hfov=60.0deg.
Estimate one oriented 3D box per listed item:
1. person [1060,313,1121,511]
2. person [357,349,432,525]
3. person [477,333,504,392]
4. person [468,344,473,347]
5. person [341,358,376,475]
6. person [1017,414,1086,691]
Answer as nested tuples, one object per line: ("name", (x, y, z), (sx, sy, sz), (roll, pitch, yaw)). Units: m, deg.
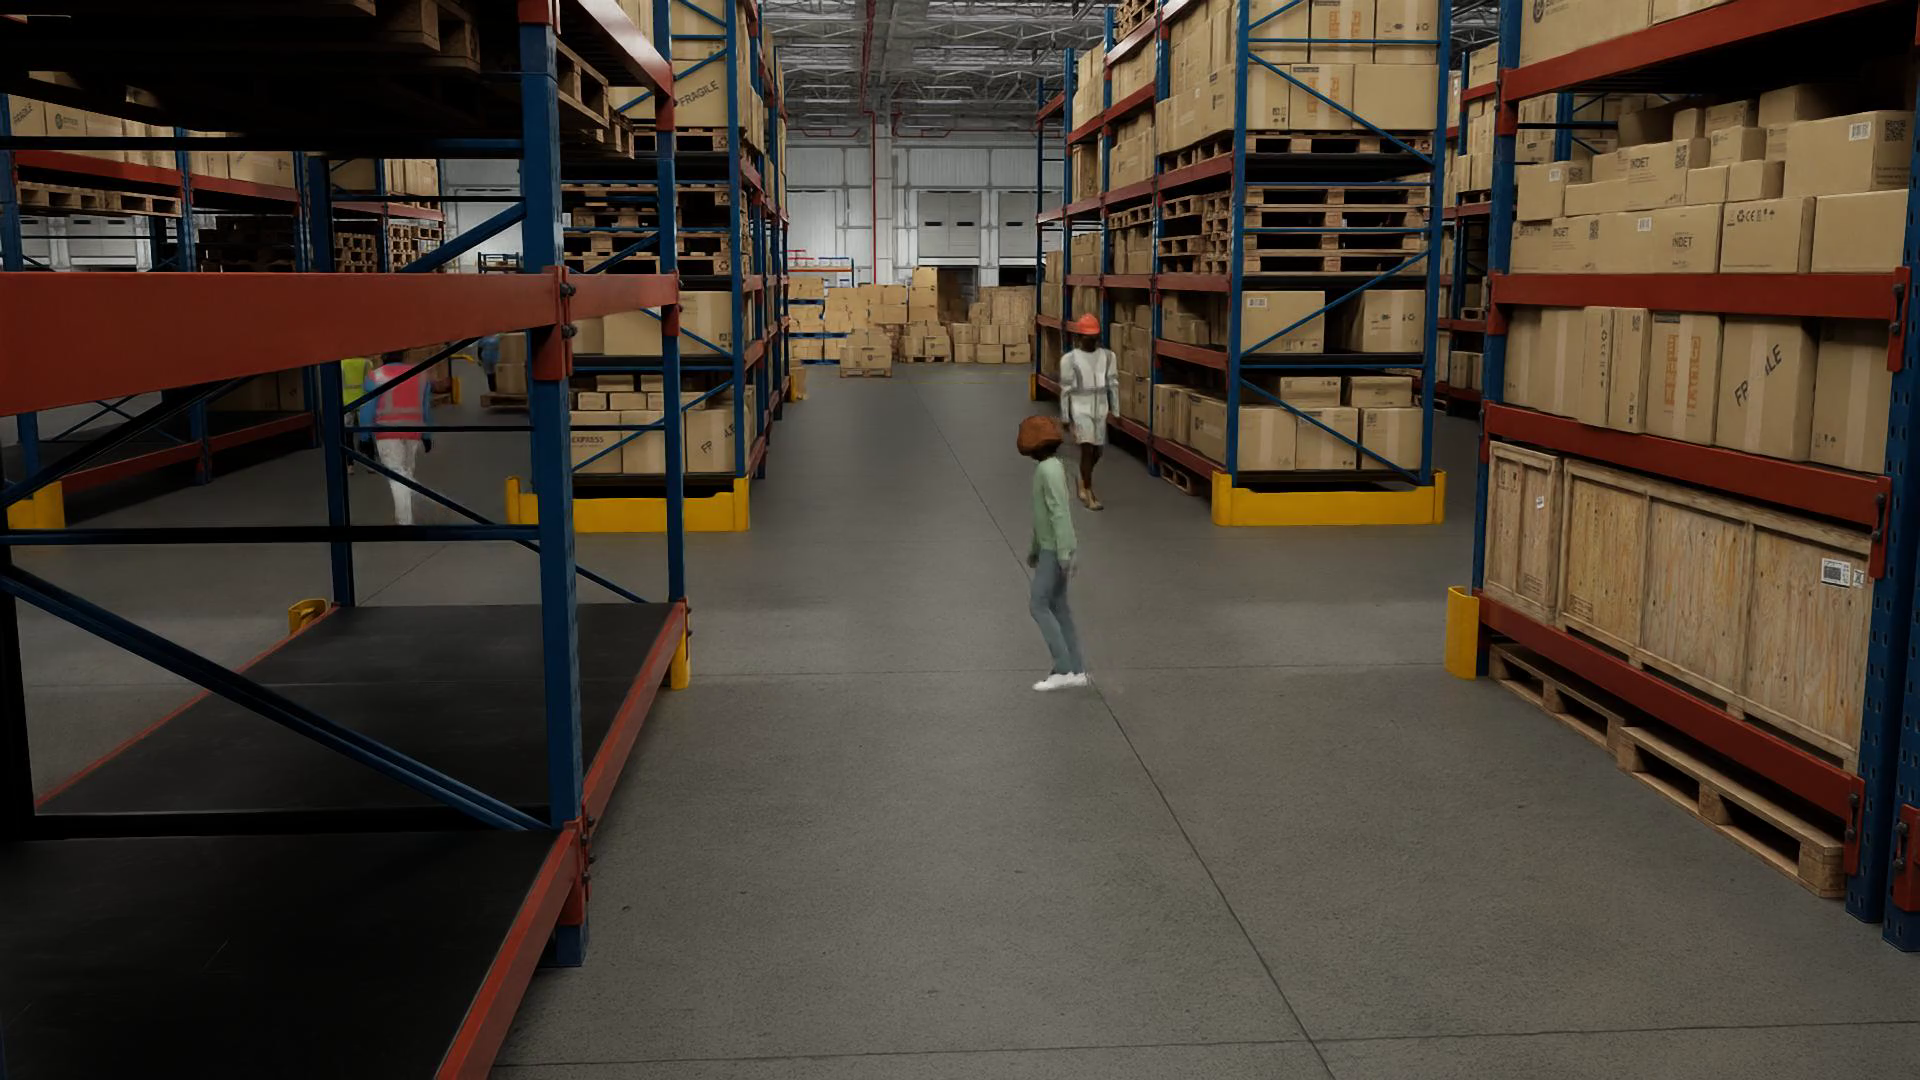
("person", (1.324, -1.348, 17.301), (0.608, 2.019, 0.919), (-3, 10, -18))
("person", (-5.326, -0.970, 15.552), (0.809, 1.808, 0.653), (8, 12, 42))
("person", (-8.738, -3.366, 31.116), (0.528, 1.651, 0.909), (-1, 9, -6))
("person", (-16.460, -7.408, 55.799), (0.676, 1.873, 0.736), (-3, 10, -18))
("person", (-7.299, -1.625, 20.033), (0.537, 1.697, 0.321), (-5, 11, -31))
("person", (0.541, 0.071, 9.682), (0.443, 1.593, 0.537), (0, 9, 2))
